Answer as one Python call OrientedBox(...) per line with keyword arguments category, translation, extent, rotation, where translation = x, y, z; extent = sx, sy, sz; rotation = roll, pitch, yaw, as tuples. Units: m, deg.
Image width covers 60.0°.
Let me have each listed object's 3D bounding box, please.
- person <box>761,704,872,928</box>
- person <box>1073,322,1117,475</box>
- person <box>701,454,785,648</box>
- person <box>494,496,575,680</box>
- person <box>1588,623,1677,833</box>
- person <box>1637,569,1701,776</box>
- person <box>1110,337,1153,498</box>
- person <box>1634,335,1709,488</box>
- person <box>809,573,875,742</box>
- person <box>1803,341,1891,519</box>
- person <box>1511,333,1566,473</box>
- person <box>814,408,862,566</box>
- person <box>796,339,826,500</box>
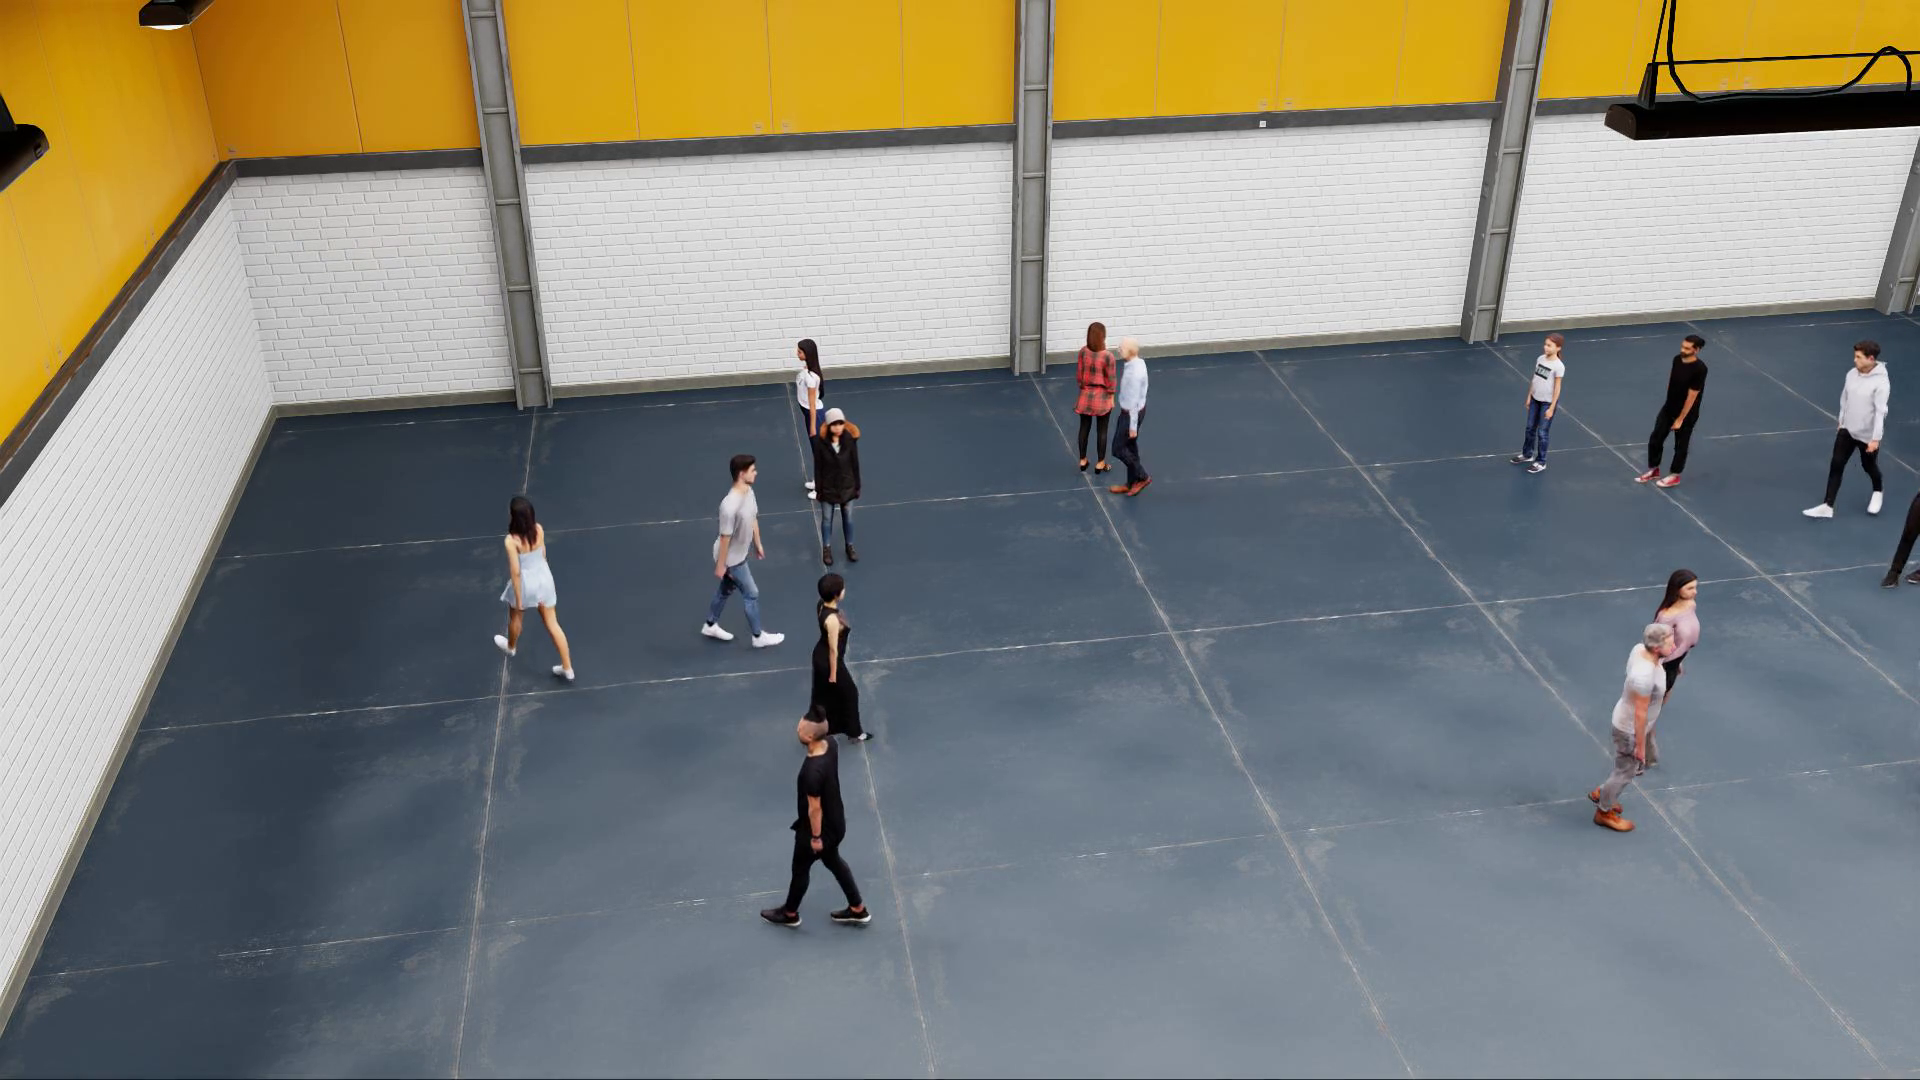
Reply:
OrientedBox(category="person", translation=(-0.895, 1.920, 11.414), extent=(1.120, 1.840, 0.919), rotation=(5, 29, 9))
OrientedBox(category="person", translation=(1.456, -1.530, 17.885), extent=(0.693, 1.699, 0.758), rotation=(17, 33, 28))
OrientedBox(category="person", translation=(-2.087, 0.119, 14.705), extent=(1.113, 1.850, 0.873), rotation=(6, 29, 11))
OrientedBox(category="person", translation=(-3.605, 0.450, 14.280), extent=(1.149, 1.676, 1.126), rotation=(20, 35, 33))
OrientedBox(category="person", translation=(4.948, 1.373, 12.443), extent=(0.858, 1.814, 0.834), rotation=(11, 30, 19))
OrientedBox(category="person", translation=(5.518, 1.024, 13.087), extent=(0.630, 1.811, 0.748), rotation=(-21, 35, -34))
OrientedBox(category="person", translation=(1.871, -1.254, 17.299), extent=(0.747, 1.777, 0.716), rotation=(1, 29, 2))
OrientedBox(category="person", translation=(7.664, -1.359, 17.528), extent=(0.766, 1.741, 0.710), rotation=(-12, 31, -20))
OrientedBox(category="person", translation=(-1.120, 0.999, 13.370), extent=(0.829, 1.582, 0.697), rotation=(-14, 31, -23))
OrientedBox(category="person", translation=(9.243, -1.111, 16.931), extent=(1.299, 1.878, 0.983), rotation=(-15, 32, -26))
OrientedBox(category="person", translation=(6.315, -1.515, 18.000), extent=(0.603, 1.562, 0.596), rotation=(-13, 31, -23))
OrientedBox(category="person", translation=(-1.195, -0.537, 16.136), extent=(0.523, 1.631, 0.685), rotation=(-6, 29, -12))
OrientedBox(category="person", translation=(-1.506, -1.273, 17.340), extent=(0.529, 1.770, 0.580), rotation=(-4, 29, -7))
